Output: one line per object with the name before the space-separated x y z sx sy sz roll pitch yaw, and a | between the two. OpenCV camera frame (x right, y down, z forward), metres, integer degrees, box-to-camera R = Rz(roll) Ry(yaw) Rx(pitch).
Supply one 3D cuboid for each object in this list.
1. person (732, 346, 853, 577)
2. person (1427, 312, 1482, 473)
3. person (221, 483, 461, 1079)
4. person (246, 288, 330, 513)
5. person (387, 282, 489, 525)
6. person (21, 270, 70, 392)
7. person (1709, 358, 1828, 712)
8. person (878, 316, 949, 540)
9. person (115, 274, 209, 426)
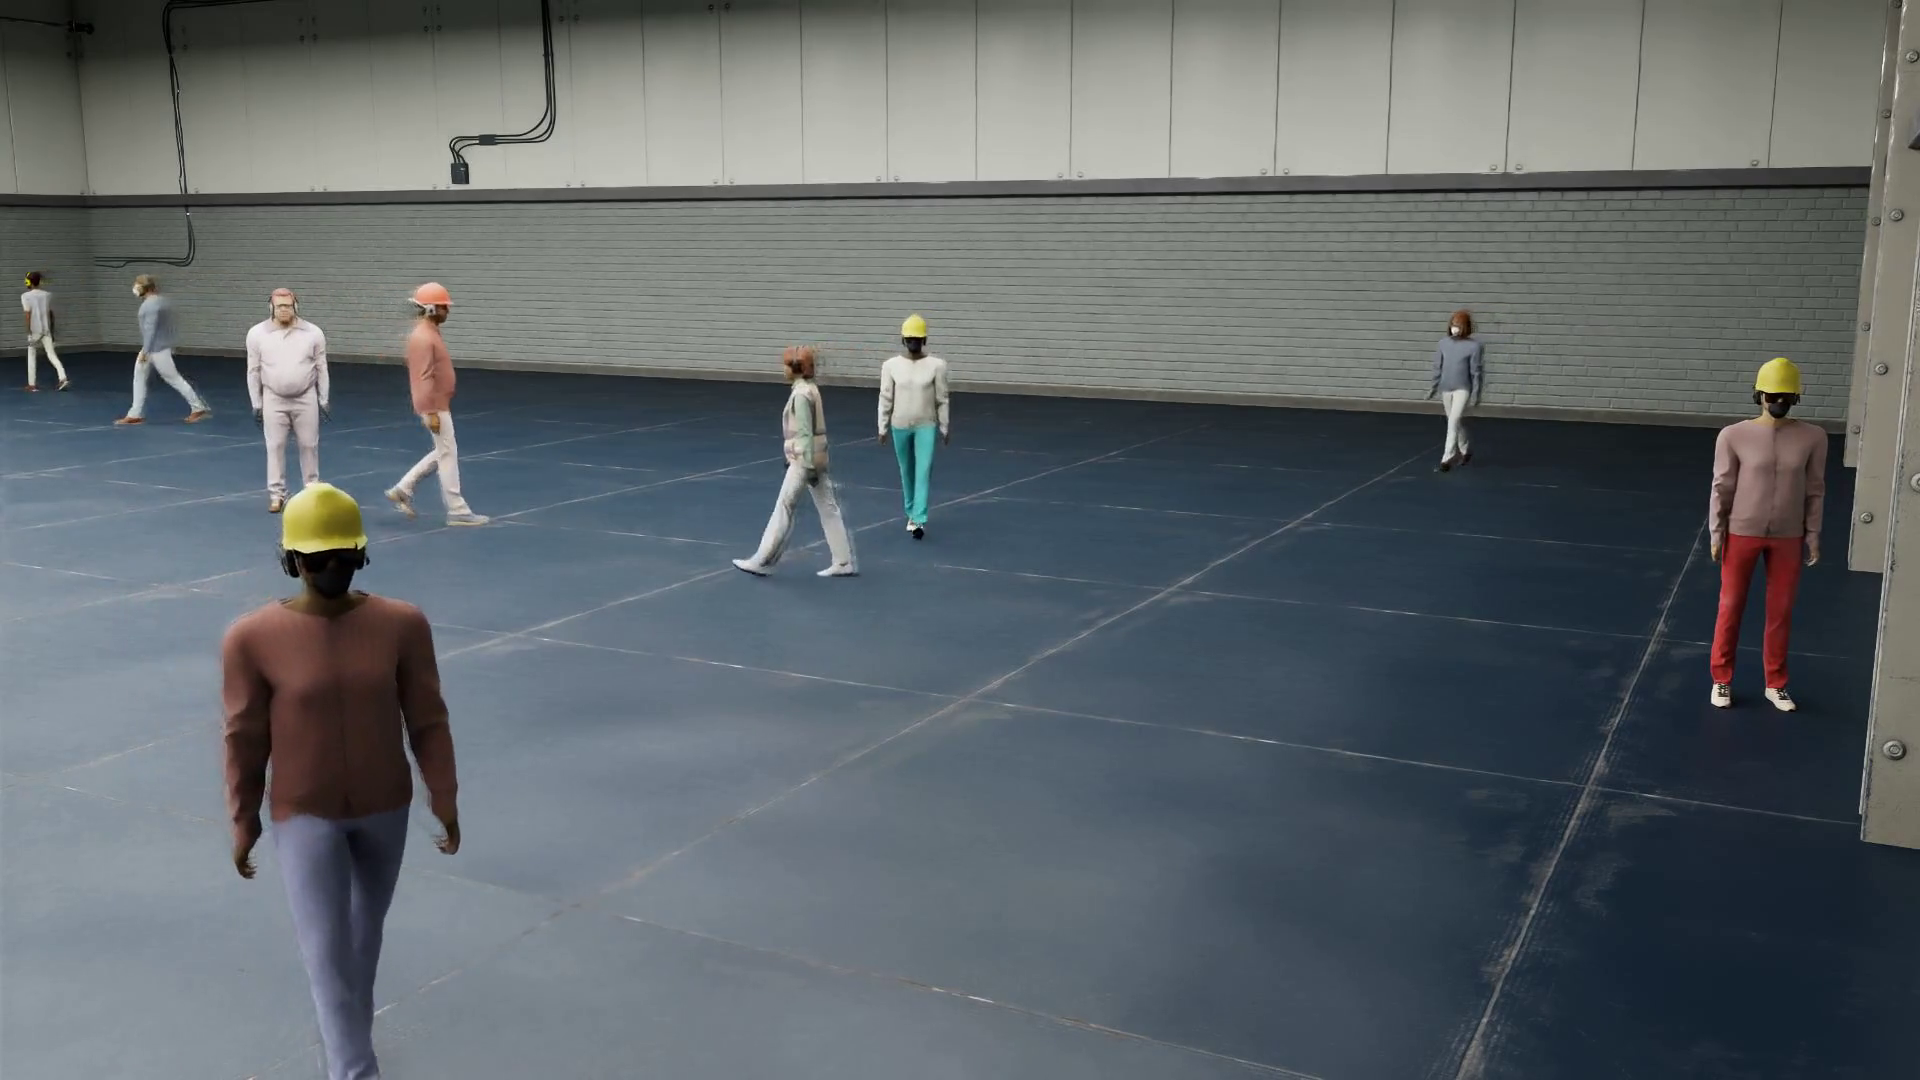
person | -1.131 -0.521 11.387 0.857 1.594 0.514 1 10 6
person | 5.025 -1.504 16.756 0.845 1.597 0.492 -8 13 -39
person | -1.562 0.715 4.288 0.547 1.717 0.877 -7 13 -35
person | -5.721 -1.187 14.193 0.650 1.907 0.402 -4 11 -23
person | -4.267 -1.090 13.462 0.756 1.976 0.635 -2 11 -10
person | -13.824 -3.137 25.054 0.961 1.840 0.526 6 12 30
person | 3.979 -0.018 8.220 0.523 1.764 0.334 2 11 9
person | -0.367 -0.870 12.939 0.547 1.714 0.885 1 10 5
person | -9.976 -2.372 20.732 1.056 1.887 0.628 -7 13 -34
